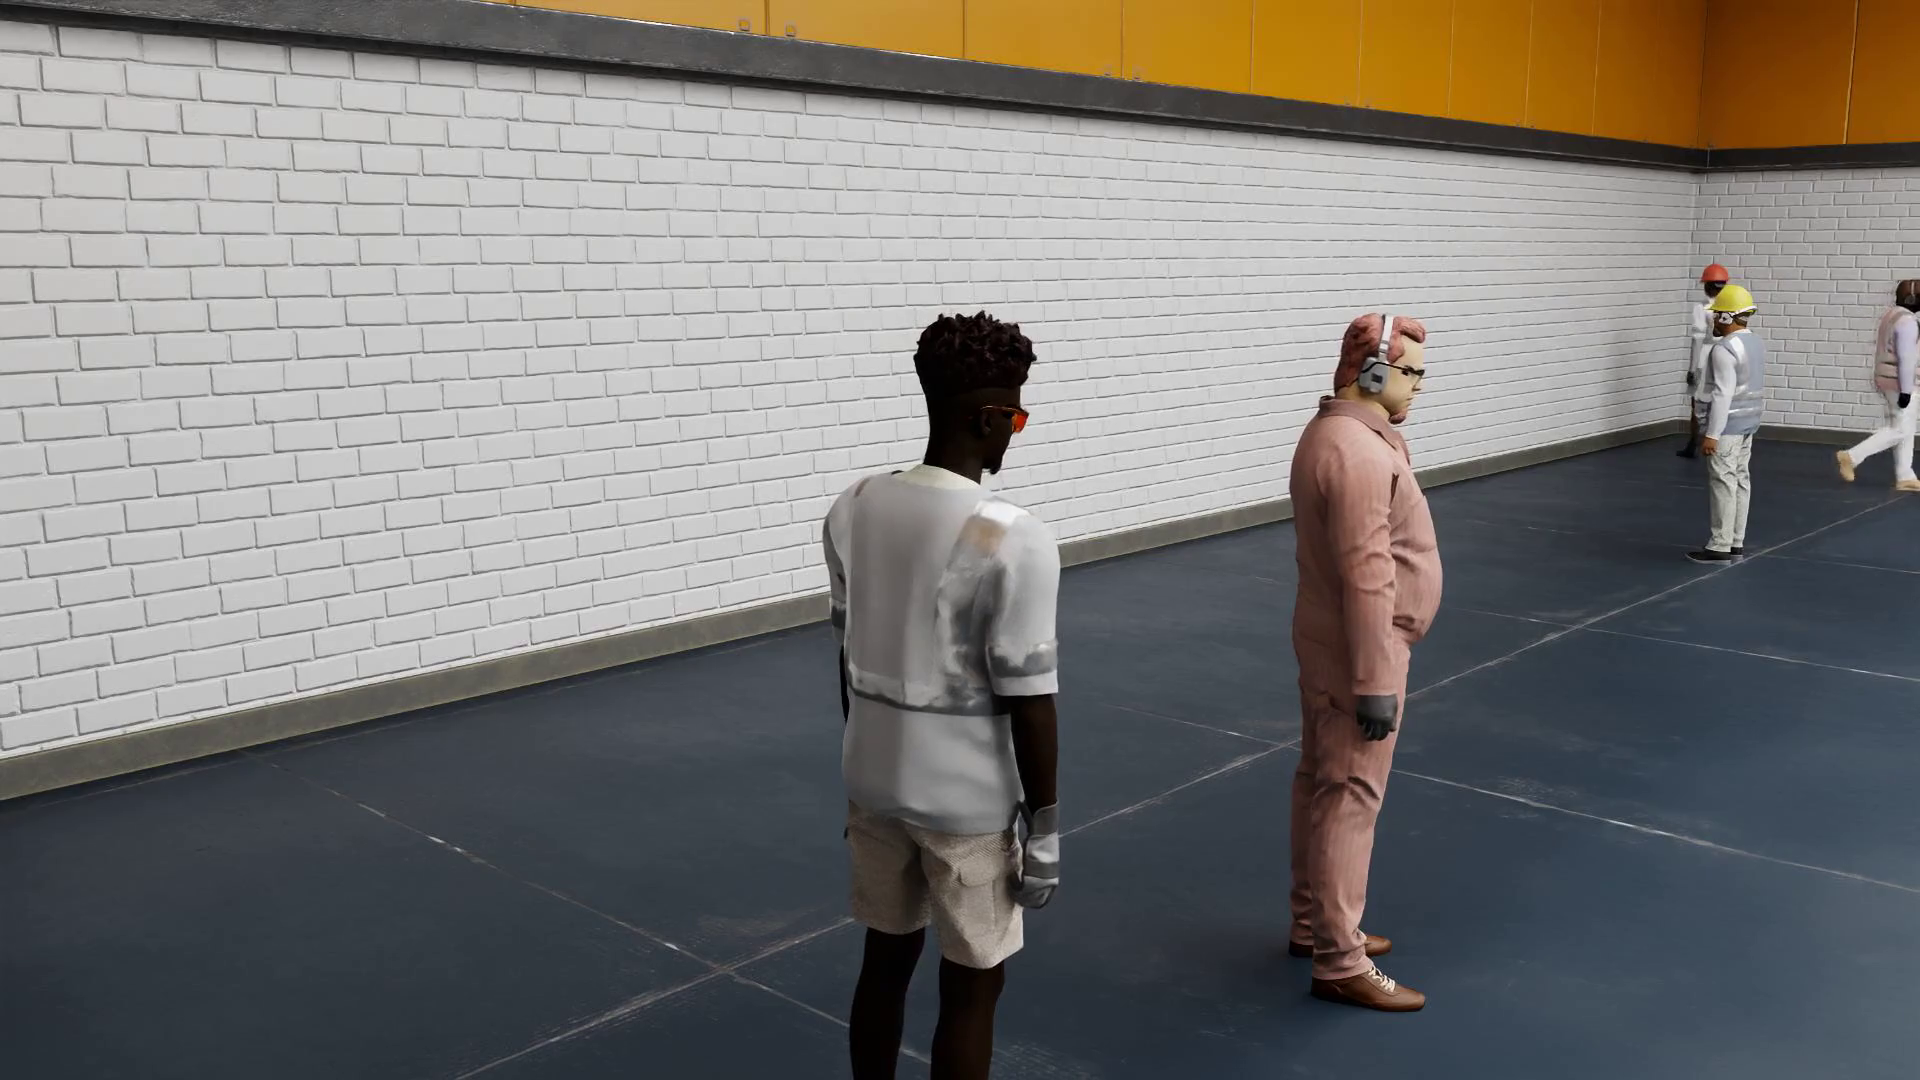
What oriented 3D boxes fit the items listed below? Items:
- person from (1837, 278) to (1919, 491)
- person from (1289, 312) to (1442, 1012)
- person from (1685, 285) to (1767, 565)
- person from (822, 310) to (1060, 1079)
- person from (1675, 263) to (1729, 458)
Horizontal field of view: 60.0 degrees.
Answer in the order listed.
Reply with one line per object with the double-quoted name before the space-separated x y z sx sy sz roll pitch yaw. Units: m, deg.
"person" 7.967 -1.316 14.193 0.709 1.823 0.639 4 11 19
"person" 1.120 0.326 4.625 0.407 1.902 0.639 0 10 2
"person" 5.038 -0.750 10.943 0.591 1.834 0.404 -9 14 -43
"person" -0.022 0.507 3.460 0.611 1.952 0.392 10 14 43
"person" 7.395 -1.750 16.373 0.552 1.936 0.398 -2 10 -13
